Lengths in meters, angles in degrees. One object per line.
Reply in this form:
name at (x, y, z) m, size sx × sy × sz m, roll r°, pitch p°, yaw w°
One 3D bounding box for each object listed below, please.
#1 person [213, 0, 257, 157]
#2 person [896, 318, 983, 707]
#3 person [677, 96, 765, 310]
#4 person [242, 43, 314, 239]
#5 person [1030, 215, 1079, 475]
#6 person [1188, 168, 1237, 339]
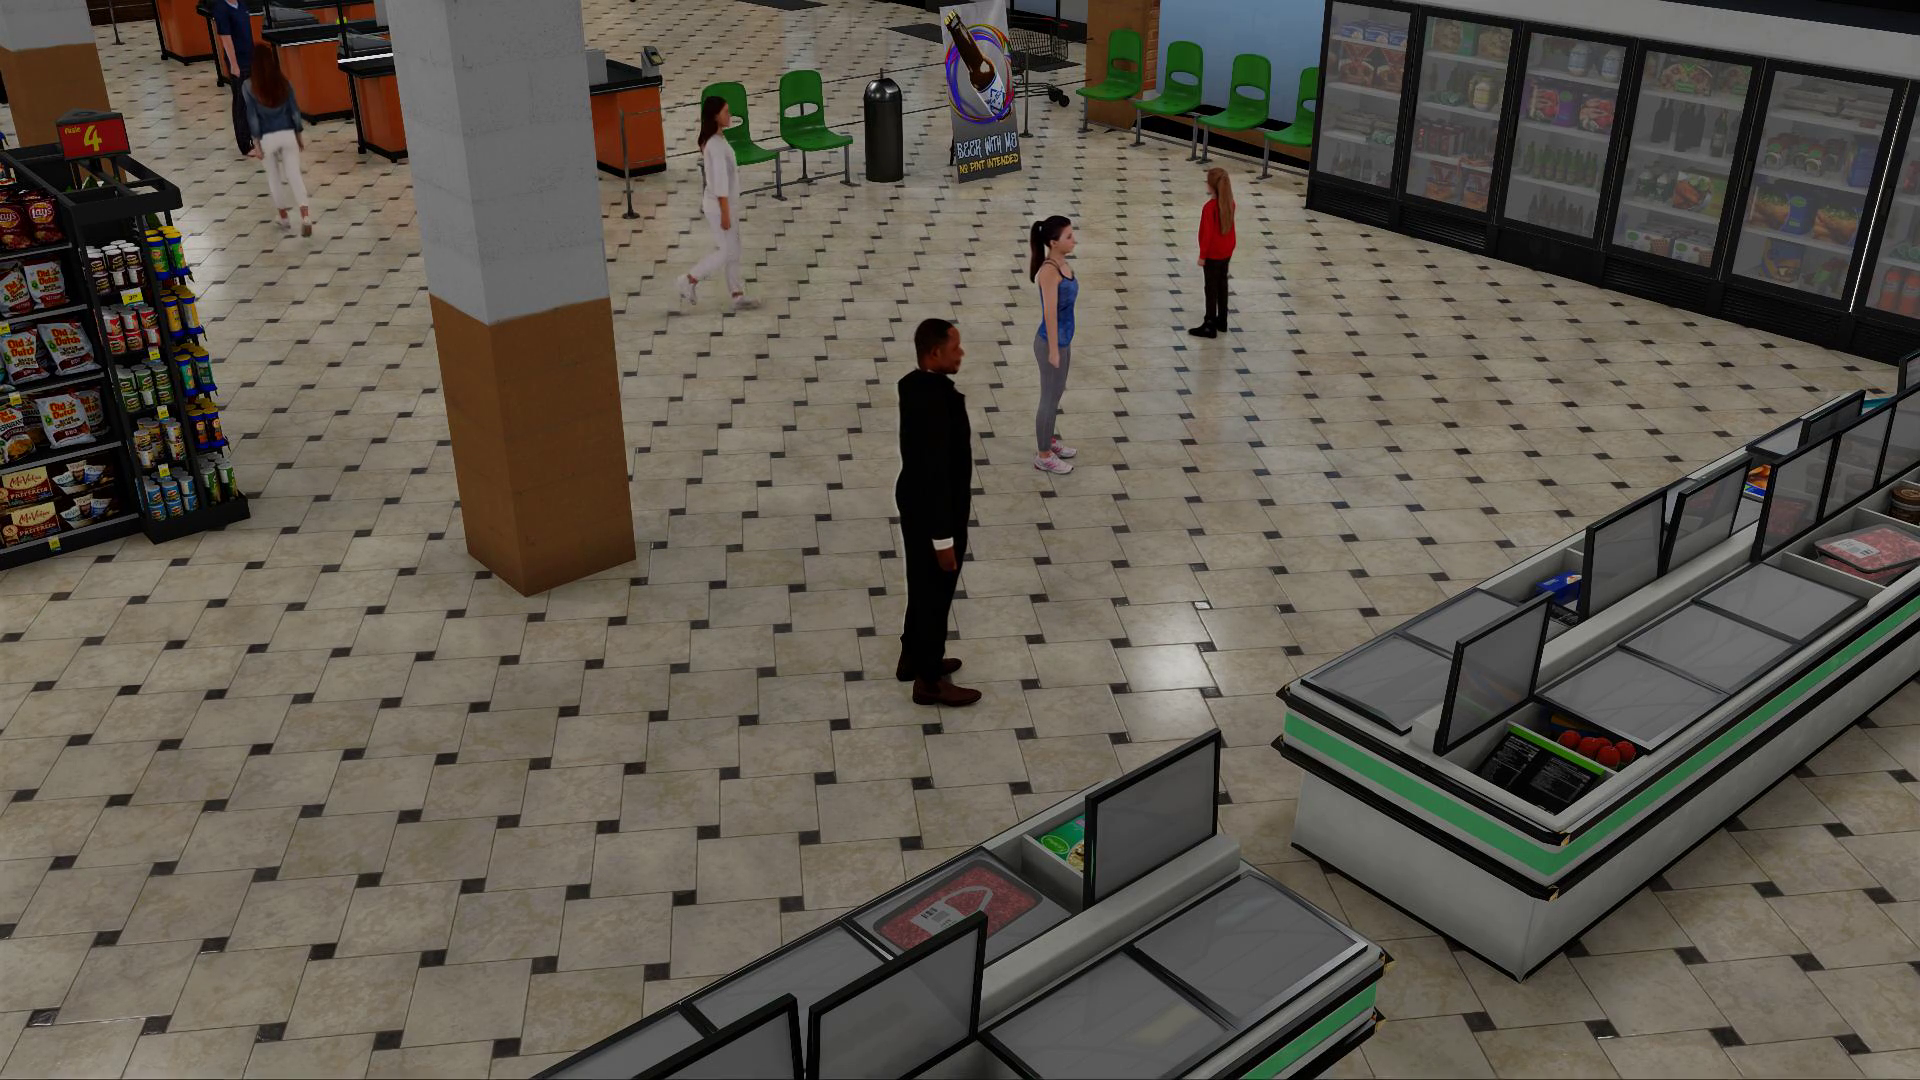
person at (-7.554, -5.011, 17.466) m, size 0.789 × 1.871 × 0.715 m, roll 4°, pitch 27°, yaw 7°
person at (-0.132, -0.130, 7.804) m, size 0.784 × 1.904 × 0.799 m, roll -6°, pitch 27°, yaw -11°
person at (-1.908, -2.575, 12.878) m, size 1.004 × 1.675 × 0.857 m, roll -6°, pitch 27°, yaw -11°
person at (-5.999, -3.490, 14.687) m, size 1.073 × 1.671 × 0.774 m, roll -16°, pitch 31°, yaw -28°
person at (0.584, -1.214, 10.267) m, size 0.721 × 1.610 × 0.650 m, roll 5°, pitch 27°, yaw 9°
person at (1.926, -2.163, 12.502) m, size 0.585 × 1.280 × 0.463 m, roll 22°, pitch 34°, yaw 36°
